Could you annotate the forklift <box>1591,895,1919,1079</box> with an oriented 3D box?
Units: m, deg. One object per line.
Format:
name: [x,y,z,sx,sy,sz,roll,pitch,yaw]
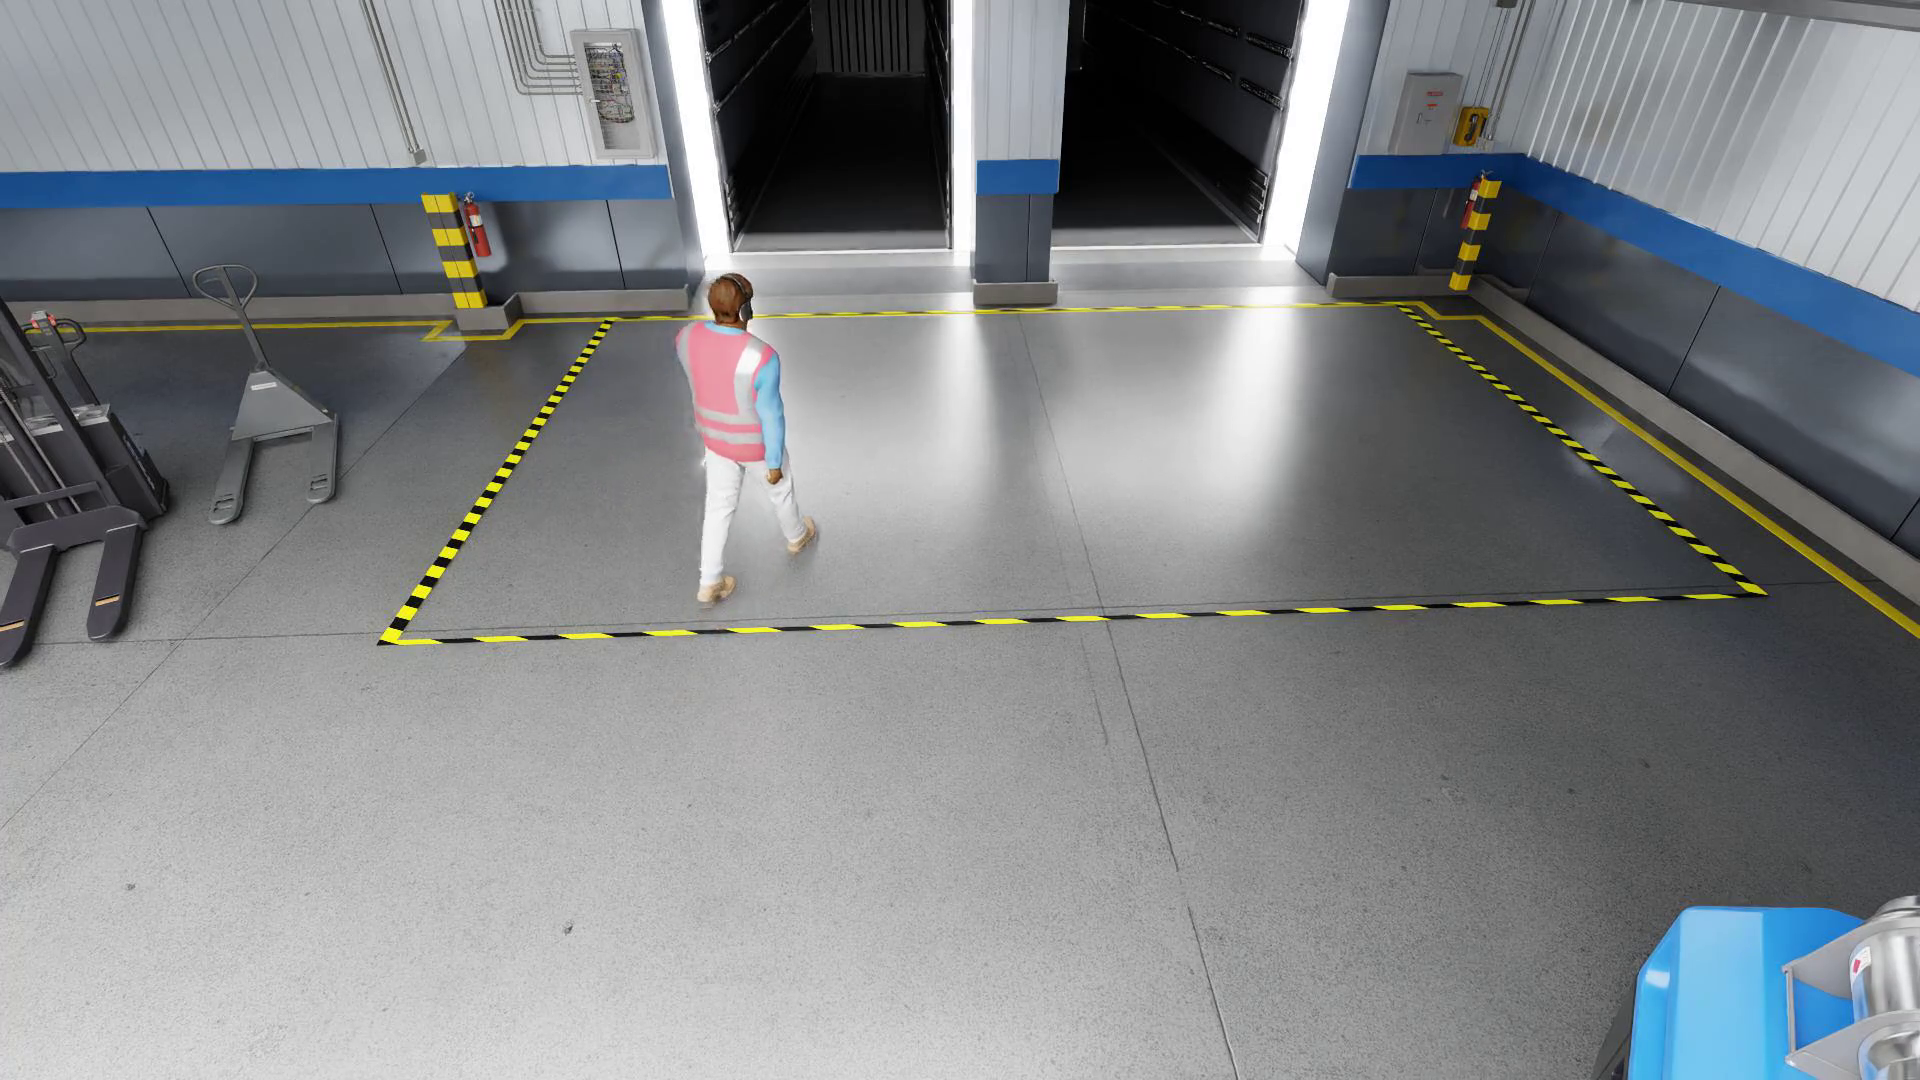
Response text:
forklift: [2.922,1.467,1.572,2.680,2.036,1.157,22,40,28]

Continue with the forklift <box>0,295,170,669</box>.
forklift: [-5.212,-0.618,4.878,0.823,1.965,1.885,-20,39,-26]

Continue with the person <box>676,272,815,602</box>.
person: [-1.174,-0.554,4.970,0.636,1.796,0.981,12,37,17]

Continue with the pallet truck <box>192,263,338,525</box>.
pallet truck: [-4.778,-1.027,6.128,0.680,1.201,1.601,-17,38,-23]
